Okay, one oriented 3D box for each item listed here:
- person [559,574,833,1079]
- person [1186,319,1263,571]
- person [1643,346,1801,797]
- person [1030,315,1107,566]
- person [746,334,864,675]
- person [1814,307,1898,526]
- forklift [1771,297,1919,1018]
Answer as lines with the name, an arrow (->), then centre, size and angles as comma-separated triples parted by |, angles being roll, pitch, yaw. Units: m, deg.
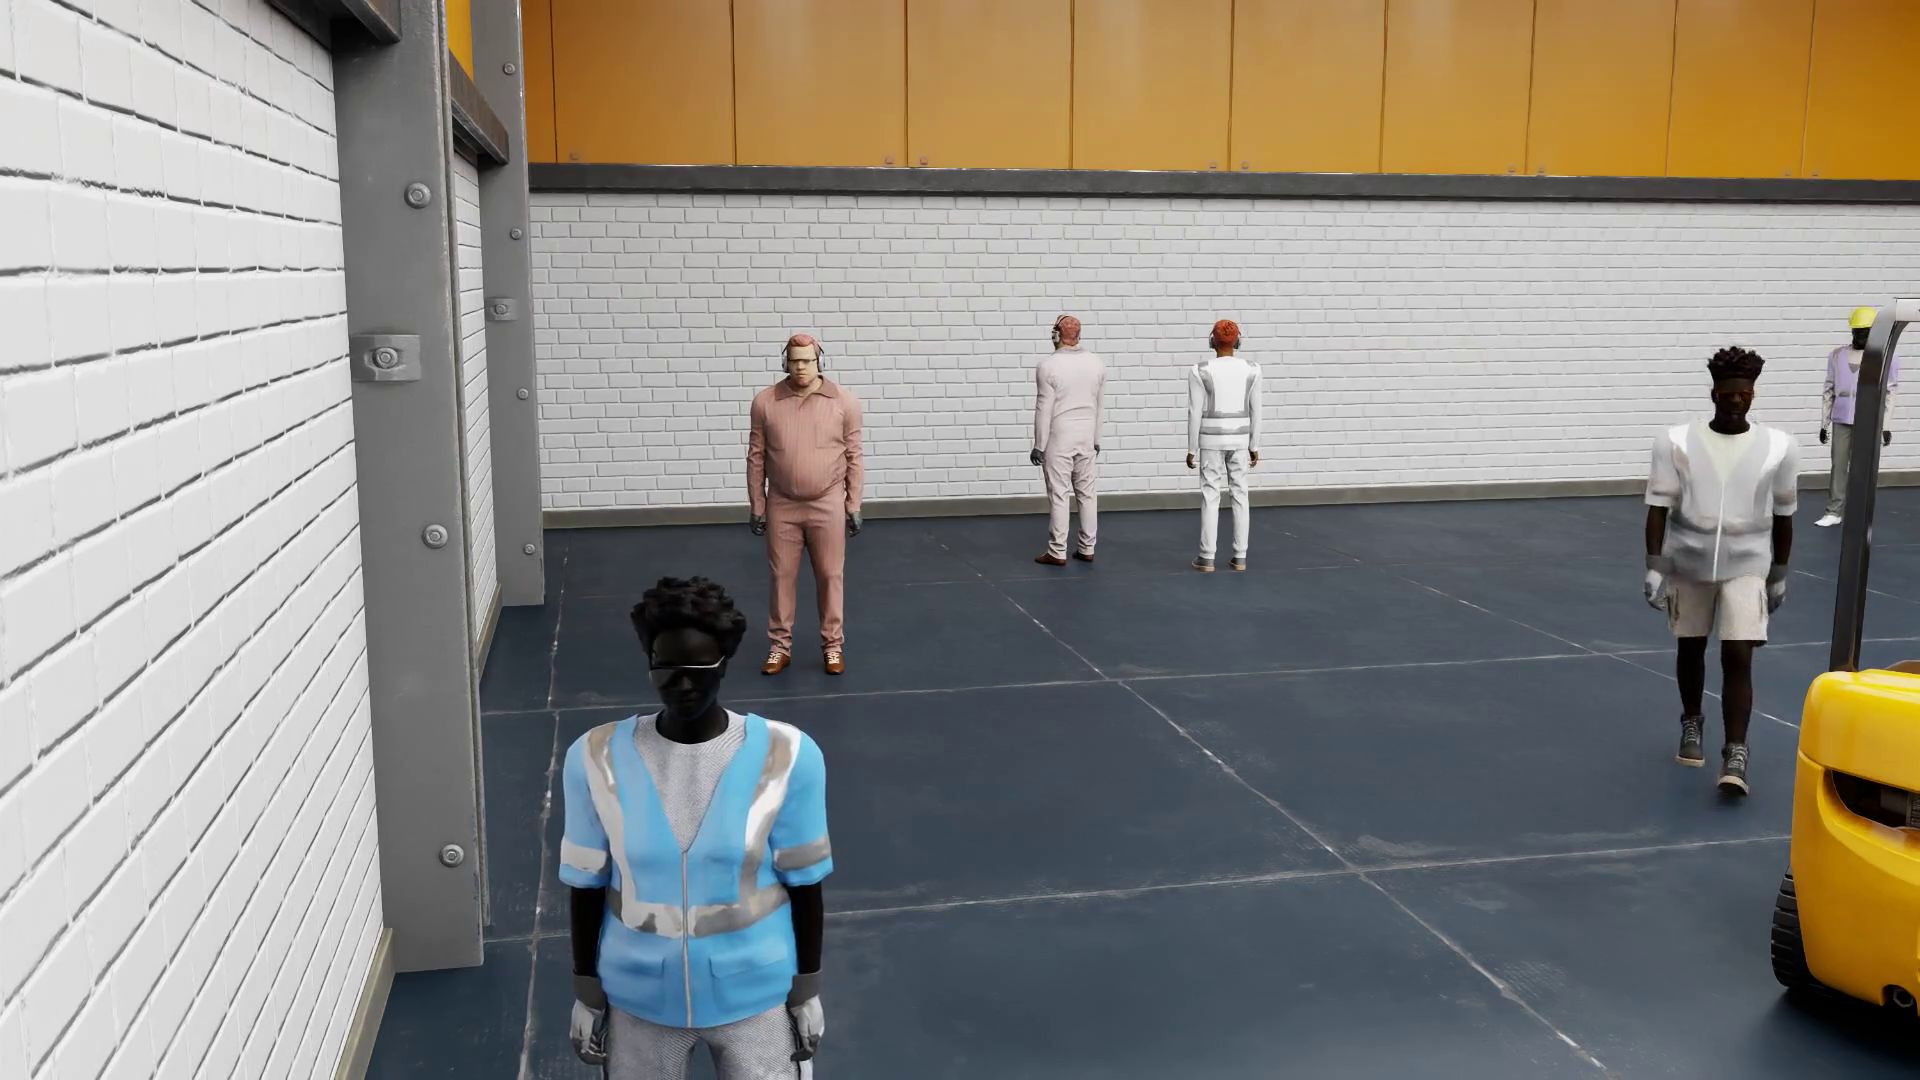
person -> -0.519, 0.894, 3.294 | 0.535, 1.691, 0.319 | 0, 9, -1
person -> 1.969, -0.700, 12.426 | 0.576, 1.882, 0.351 | -1, 9, -9
person -> 3.295, 0.125, 7.253 | 0.608, 1.917, 0.984 | 5, 10, 26
person -> 0.807, -0.757, 12.698 | 0.636, 1.911, 0.405 | -6, 11, -32
person -> -0.861, -0.190, 9.246 | 0.654, 1.904, 0.406 | 0, 9, 1
person -> 7.790, -1.036, 14.434 | 0.450, 1.937, 0.625 | -8, 12, -39
forklift -> 3.542, 0.334, 5.177 | 2.313, 2.155, 1.214 | -9, 13, -43
